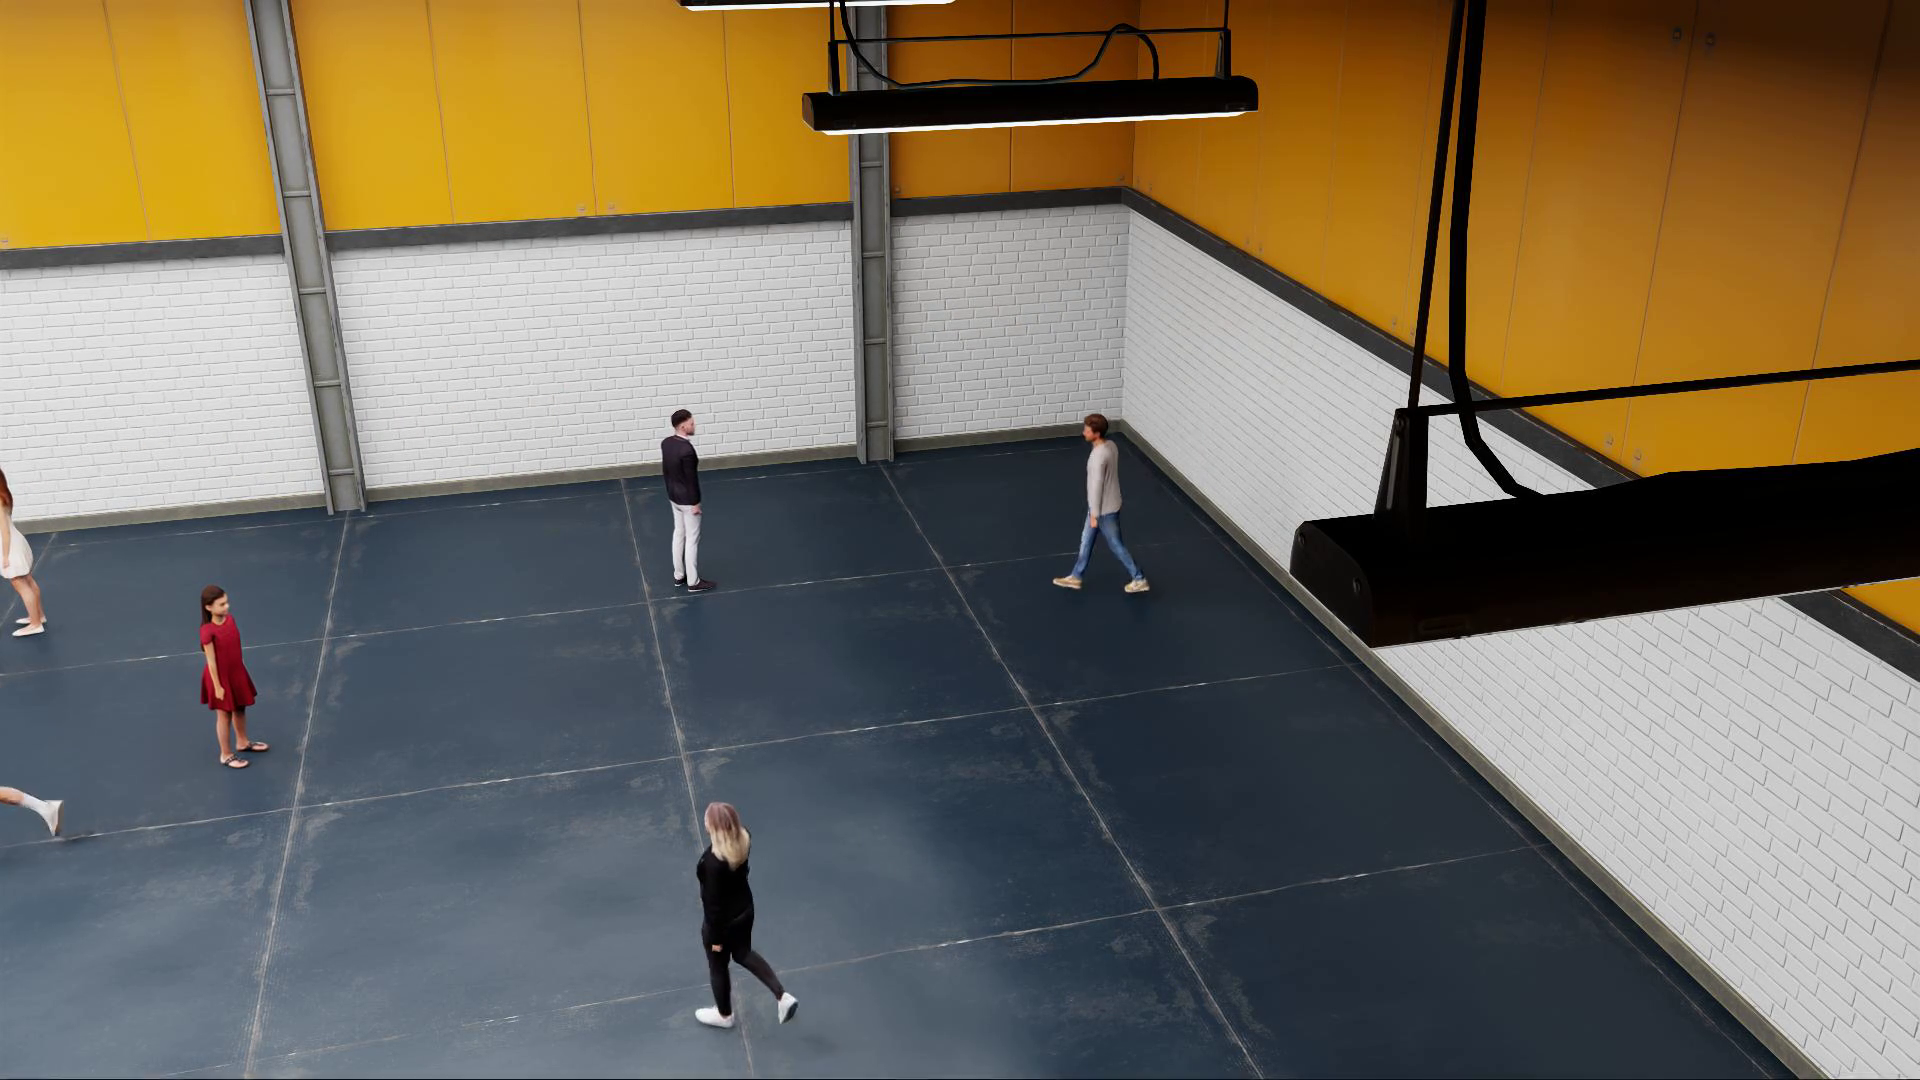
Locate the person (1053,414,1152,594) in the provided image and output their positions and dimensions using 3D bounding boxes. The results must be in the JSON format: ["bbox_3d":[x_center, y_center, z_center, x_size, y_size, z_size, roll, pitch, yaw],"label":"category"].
[{"bbox_3d":[1.492,-0.303,16.058,1.300,1.848,1.033,8,25,17],"label":"person"}]

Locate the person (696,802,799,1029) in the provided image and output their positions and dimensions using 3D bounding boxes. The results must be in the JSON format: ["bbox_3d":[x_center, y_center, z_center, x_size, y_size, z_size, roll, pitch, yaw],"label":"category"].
[{"bbox_3d":[-1.337,2.347,10.216,1.036,1.671,0.946,10,26,22],"label":"person"}]

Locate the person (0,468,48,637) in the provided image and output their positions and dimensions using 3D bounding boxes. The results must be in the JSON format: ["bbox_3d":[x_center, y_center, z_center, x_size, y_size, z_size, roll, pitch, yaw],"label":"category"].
[{"bbox_3d":[-8.786,0.063,15.394,0.535,1.709,0.572,-8,25,-18],"label":"person"}]

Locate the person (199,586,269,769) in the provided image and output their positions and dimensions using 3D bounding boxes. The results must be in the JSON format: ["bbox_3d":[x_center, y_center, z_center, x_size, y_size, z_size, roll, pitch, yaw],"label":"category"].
[{"bbox_3d":[-5.867,1.070,13.289,0.722,1.549,0.664,5,24,12],"label":"person"}]

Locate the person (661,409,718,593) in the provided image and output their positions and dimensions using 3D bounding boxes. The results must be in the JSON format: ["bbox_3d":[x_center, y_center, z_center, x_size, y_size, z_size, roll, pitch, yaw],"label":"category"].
[{"bbox_3d":[-2.702,-0.395,16.281,0.704,1.838,0.728,-19,30,-36],"label":"person"}]
